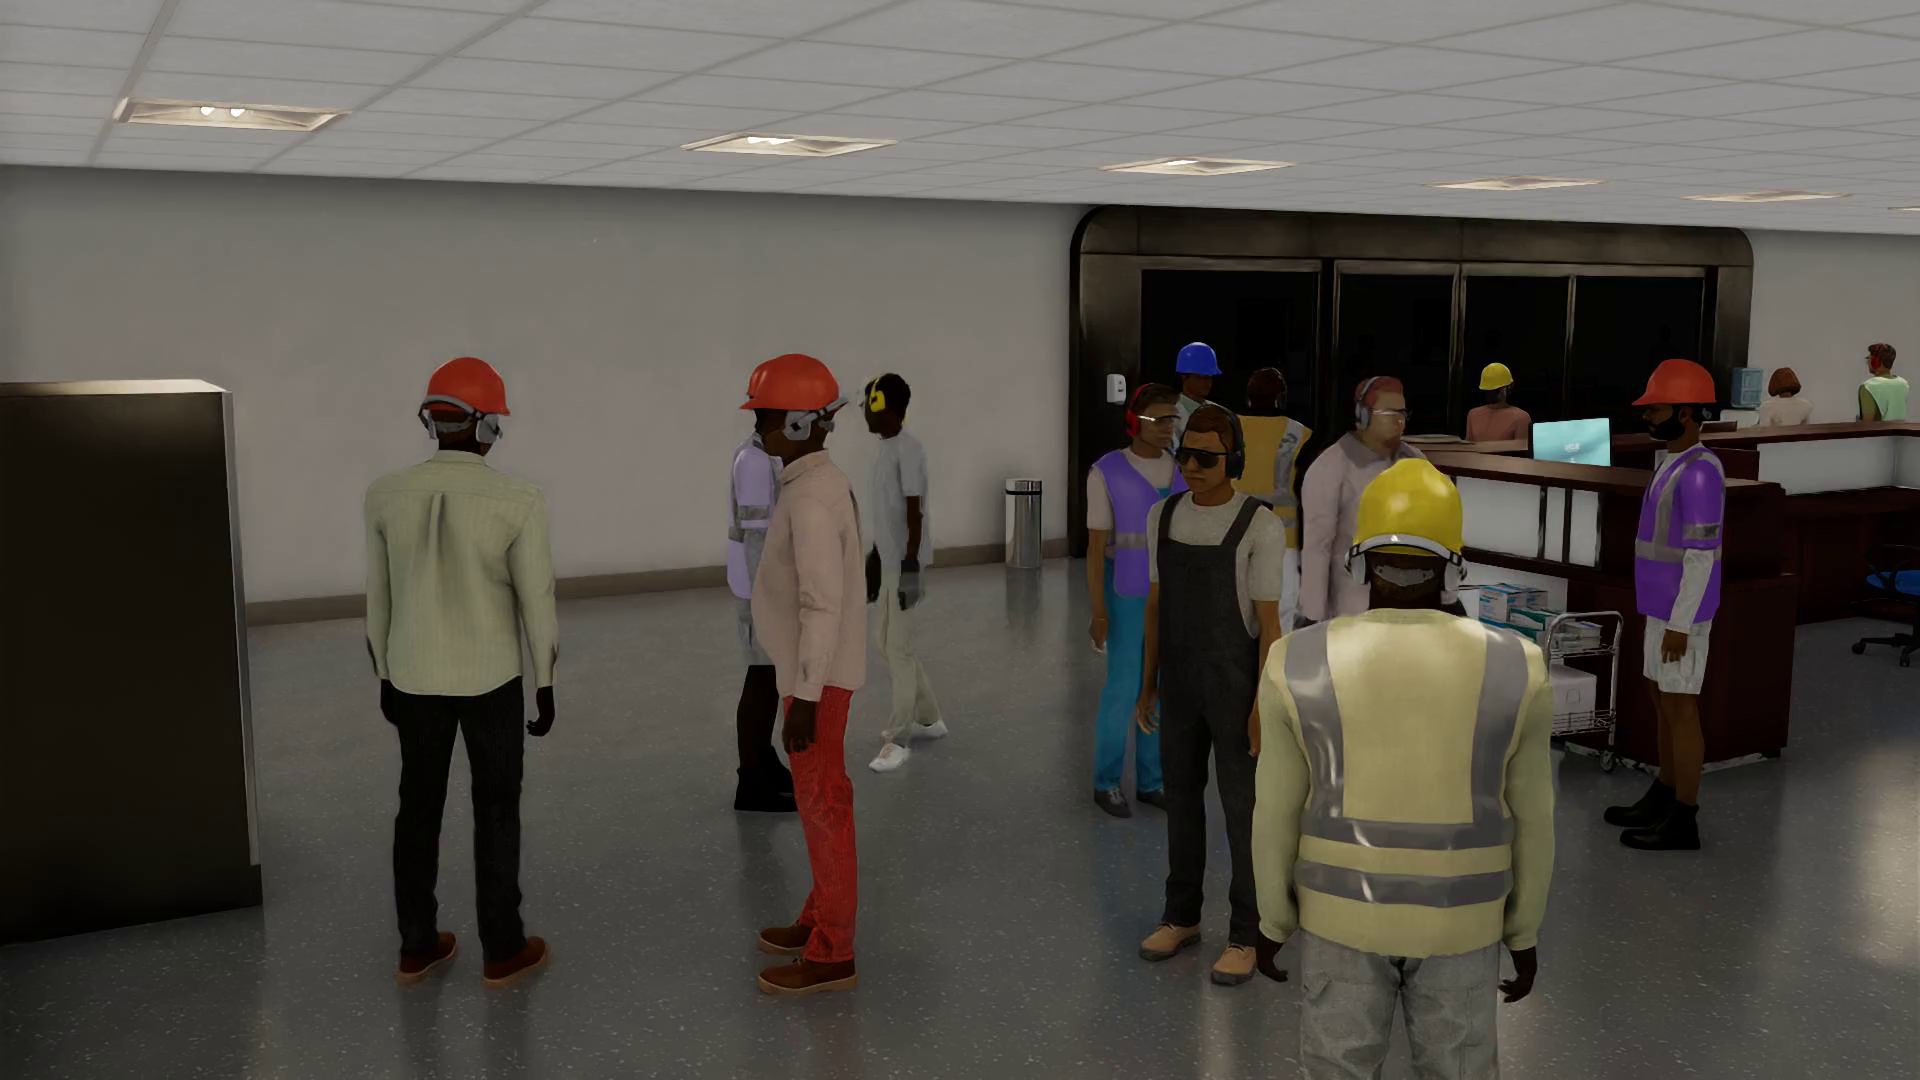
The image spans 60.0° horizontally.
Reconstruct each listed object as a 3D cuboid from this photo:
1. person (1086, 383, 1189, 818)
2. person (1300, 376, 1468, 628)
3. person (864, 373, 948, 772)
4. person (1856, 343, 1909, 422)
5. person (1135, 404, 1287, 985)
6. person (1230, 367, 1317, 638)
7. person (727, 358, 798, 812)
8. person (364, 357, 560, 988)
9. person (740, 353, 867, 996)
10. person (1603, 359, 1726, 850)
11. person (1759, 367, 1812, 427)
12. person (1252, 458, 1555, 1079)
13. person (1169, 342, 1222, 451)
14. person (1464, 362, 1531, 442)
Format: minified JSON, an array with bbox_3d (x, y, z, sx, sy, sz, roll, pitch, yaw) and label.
[{"bbox_3d":[0.752,0.259,6.987,0.562,1.836,0.404,-6,10,-36],"label":"person"},{"bbox_3d":[1.769,0.240,7.007,0.653,1.855,0.989,-5,9,-33],"label":"person"},{"bbox_3d":[-0.256,0.139,7.830,0.513,1.837,0.638,-3,8,-20],"label":"person"},{"bbox_3d":[7.939,-0.773,14.375,0.565,1.846,0.389,-5,9,-31],"label":"person"},{"bbox_3d":[0.792,0.483,5.318,0.509,1.838,0.343,7,11,42],"label":"person"},{"bbox_3d":[1.591,0.011,8.763,0.631,1.835,0.429,5,9,30],"label":"person"},{"bbox_3d":[-0.795,0.188,7.134,0.390,1.928,0.550,0,8,3],"label":"person"},{"bbox_3d":[-1.561,0.419,5.273,0.622,1.983,0.418,1,8,7],"label":"person"},{"bbox_3d":[-0.482,0.417,5.221,0.383,1.996,0.609,0,8,-3],"label":"person"},{"bbox_3d":[2.807,0.257,6.586,0.356,1.938,0.543,2,8,12],"label":"person"},{"bbox_3d":[7.178,-0.690,14.543,0.497,1.632,0.289,-1,8,-11],"label":"person"},{"bbox_3d":[0.891,0.750,3.393,0.589,1.834,0.403,2,8,11],"label":"person"},{"bbox_3d":[1.330,-0.162,9.578,0.618,1.945,0.395,-7,11,-42],"label":"person"},{"bbox_3d":[3.799,-0.384,11.875,0.320,1.762,0.522,-7,11,-42],"label":"person"}]
